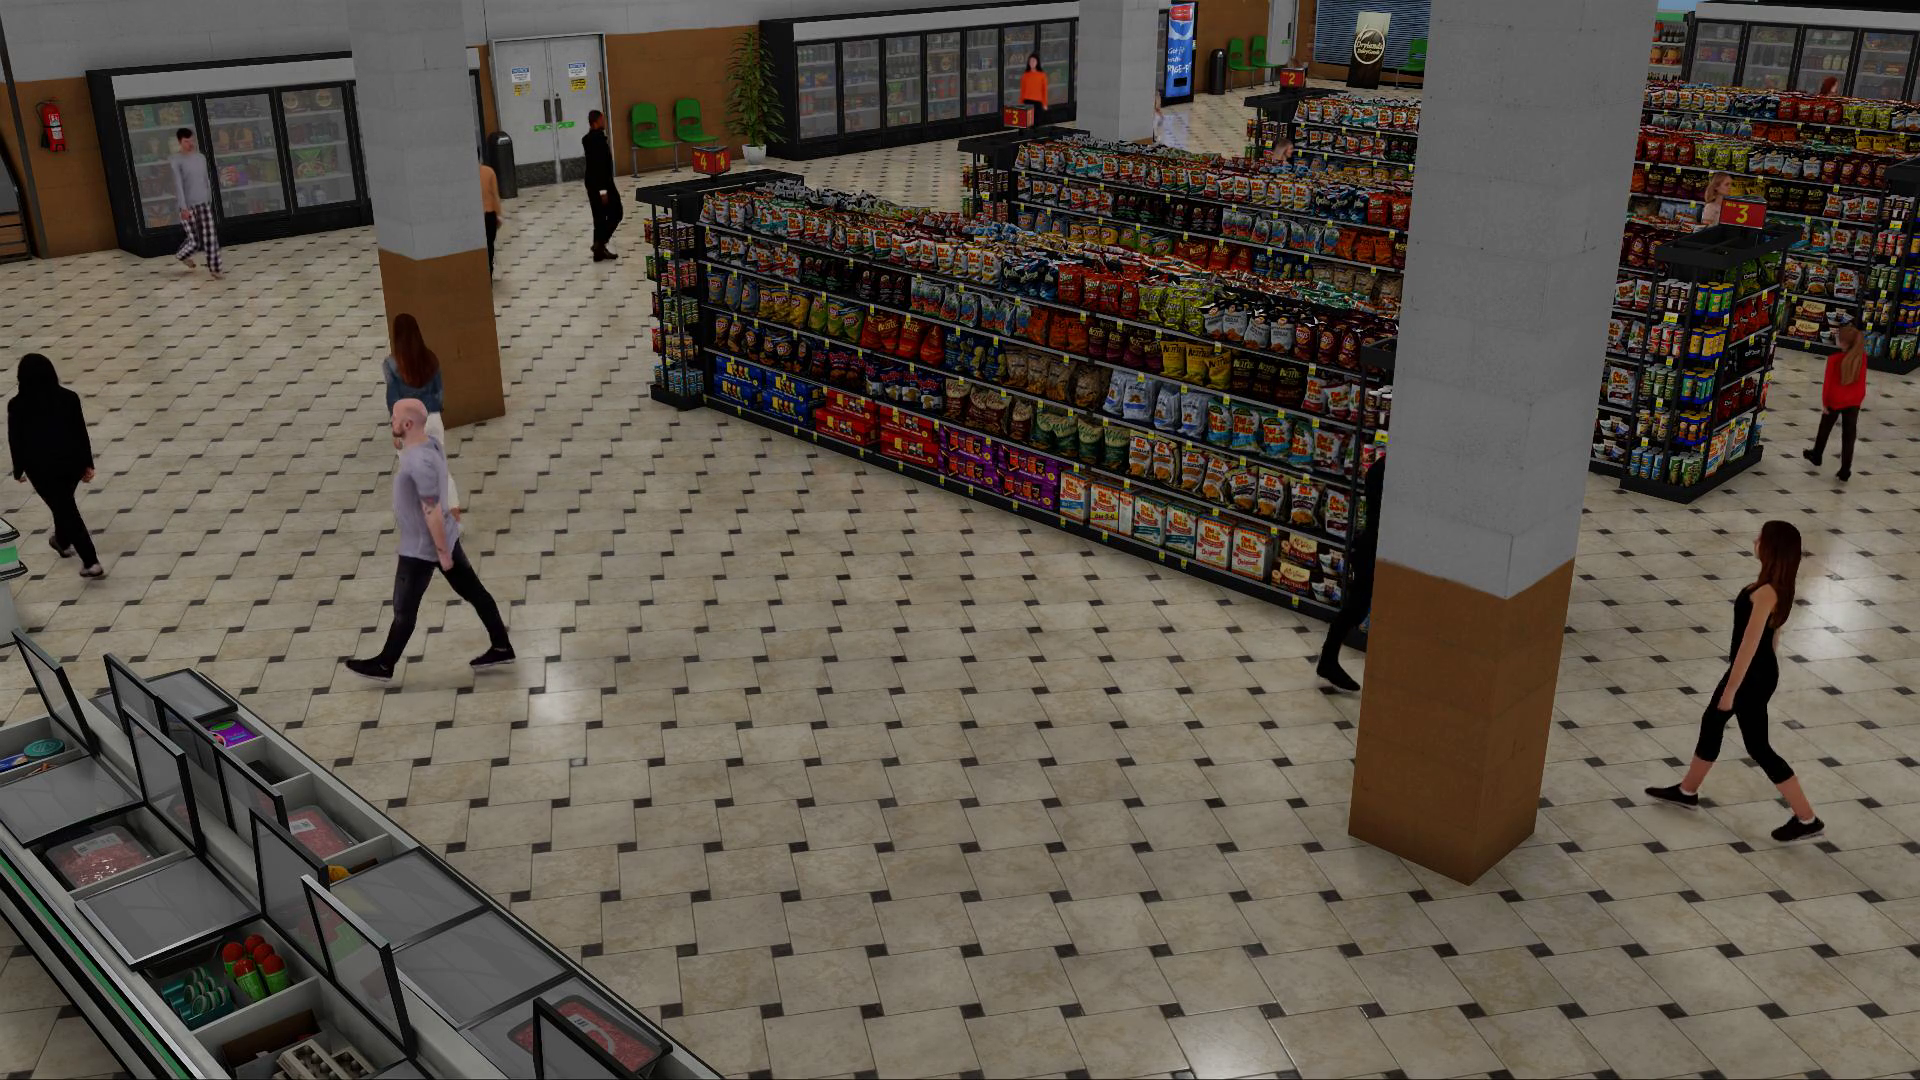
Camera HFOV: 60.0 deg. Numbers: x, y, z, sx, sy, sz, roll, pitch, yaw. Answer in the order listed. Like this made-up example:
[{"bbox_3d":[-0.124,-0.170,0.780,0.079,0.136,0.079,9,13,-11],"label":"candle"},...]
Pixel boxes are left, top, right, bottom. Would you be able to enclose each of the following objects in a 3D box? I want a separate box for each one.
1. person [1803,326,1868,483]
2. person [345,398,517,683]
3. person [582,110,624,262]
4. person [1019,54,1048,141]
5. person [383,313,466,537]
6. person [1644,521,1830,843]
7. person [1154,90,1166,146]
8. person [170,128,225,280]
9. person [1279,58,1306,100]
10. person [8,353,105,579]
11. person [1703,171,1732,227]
[{"bbox_3d":[7.220,-1.090,13.556,0.877,1.249,0.873,3,22,8],"label":"person"},{"bbox_3d":[-3.096,0.030,10.055,1.223,1.780,1.236,-2,22,-5],"label":"person"},{"bbox_3d":[-4.648,-4.472,21.102,0.853,1.899,0.691,-13,25,-29],"label":"person"},{"bbox_3d":[1.311,-7.622,29.191,1.116,1.712,1.022,6,23,15],"label":"person"},{"bbox_3d":[-3.936,-0.796,12.281,0.666,1.654,1.124,-19,28,-38],"label":"person"},{"bbox_3d":[4.086,0.747,8.392,1.163,1.691,0.722,14,26,32],"label":"person"},{"bbox_3d":[2.928,-5.691,24.354,0.746,1.735,0.702,7,23,17],"label":"person"},{"bbox_3d":[-9.375,-4.084,20.246,0.934,1.816,0.703,13,25,30],"label":"person"},{"bbox_3d":[5.736,-7.455,28.842,1.048,1.663,1.081,1,22,3],"label":"person"},{"bbox_3d":[-6.258,-0.468,11.577,1.188,1.570,0.738,16,27,34],"label":"person"},{"bbox_3d":[7.778,-2.922,17.337,0.569,1.830,0.486,-20,29,-40],"label":"person"}]
